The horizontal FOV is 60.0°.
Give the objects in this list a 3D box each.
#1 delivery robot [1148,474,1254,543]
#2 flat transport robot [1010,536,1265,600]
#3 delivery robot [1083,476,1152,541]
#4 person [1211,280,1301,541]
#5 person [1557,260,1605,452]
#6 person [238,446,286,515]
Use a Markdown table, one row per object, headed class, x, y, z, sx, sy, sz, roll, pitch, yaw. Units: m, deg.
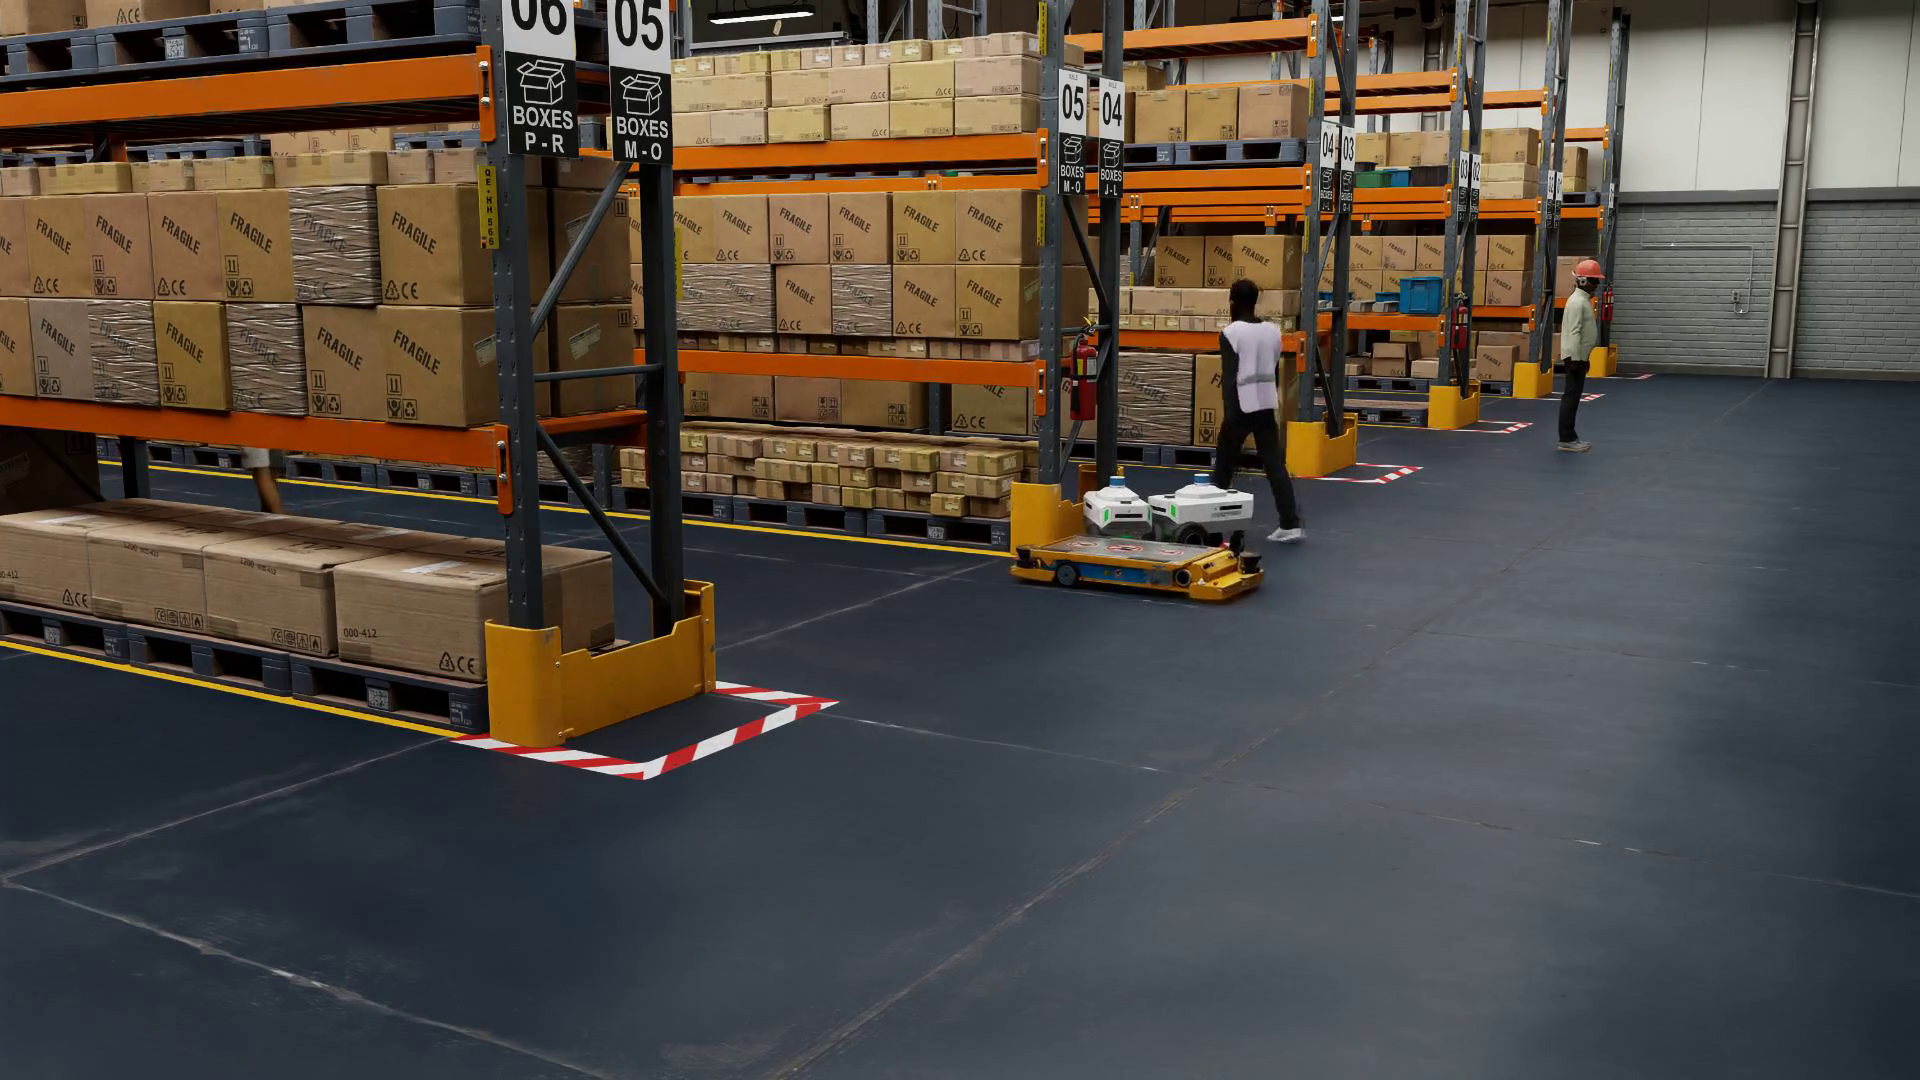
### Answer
| class | x | y | z | sx | sy | sz | roll | pitch | yaw |
| --- | --- | --- | --- | --- | --- | --- | --- | --- | --- |
| delivery robot | 1.634 | -0.205 | 11.251 | 0.707 | 0.478 | 0.477 | -5 | 11 | -27 |
| flat transport robot | 1.091 | 0.151 | 10.273 | 1.431 | 0.197 | 0.652 | 6 | 11 | 31 |
| delivery robot | 1.052 | -0.186 | 11.140 | 0.477 | 0.478 | 0.707 | -1 | 10 | -7 |
| person | 2.077 | -0.928 | 11.977 | 0.604 | 1.865 | 1.049 | -6 | 11 | -32 |
| person | 6.479 | -1.918 | 17.376 | 0.403 | 1.987 | 0.610 | 5 | 11 | 25 |
| person | -4.701 | -0.821 | 11.254 | 0.992 | 1.900 | 0.564 | 9 | 14 | 44 |
